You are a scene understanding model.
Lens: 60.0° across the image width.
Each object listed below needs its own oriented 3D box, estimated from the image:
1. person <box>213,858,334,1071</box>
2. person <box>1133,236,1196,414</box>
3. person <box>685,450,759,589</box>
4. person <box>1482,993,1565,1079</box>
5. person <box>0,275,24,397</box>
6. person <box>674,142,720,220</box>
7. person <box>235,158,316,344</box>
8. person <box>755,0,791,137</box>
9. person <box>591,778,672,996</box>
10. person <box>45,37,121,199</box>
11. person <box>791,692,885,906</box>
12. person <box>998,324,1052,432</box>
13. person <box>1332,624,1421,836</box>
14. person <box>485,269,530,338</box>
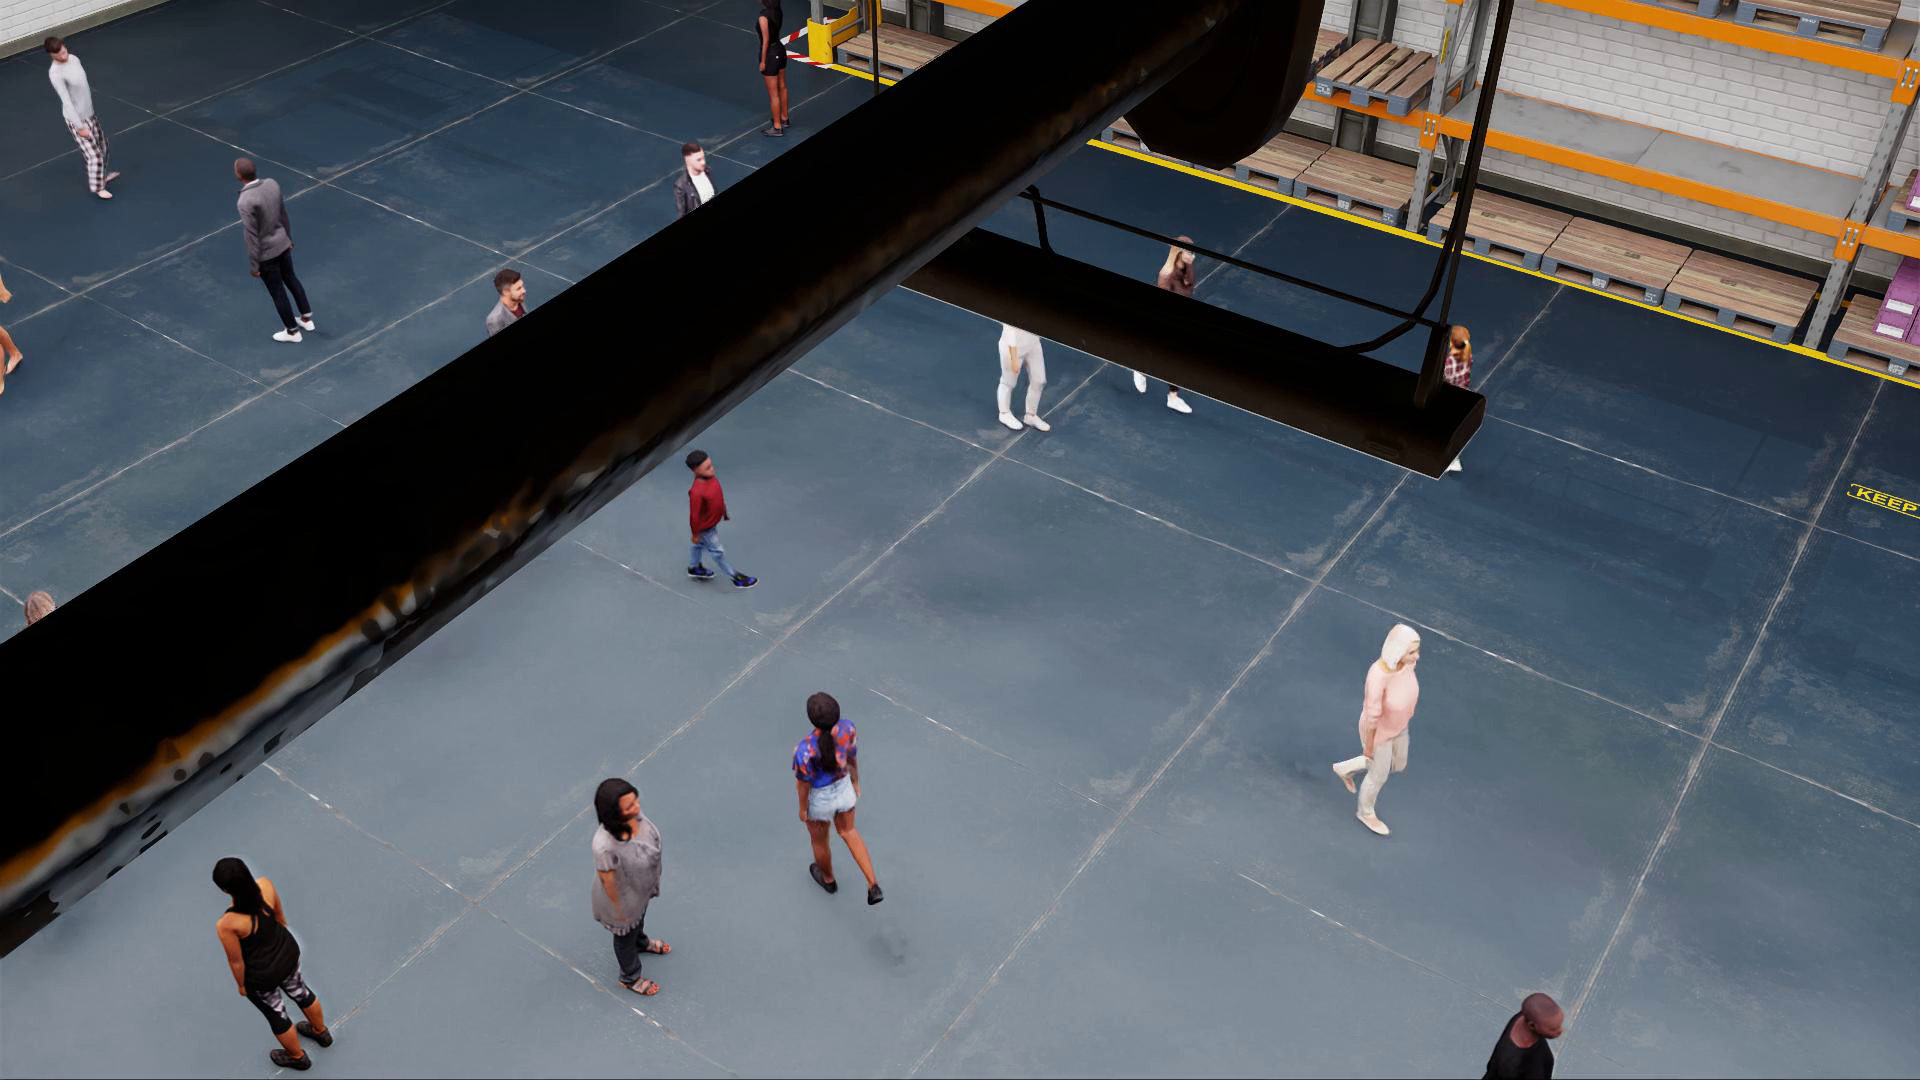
[{"bbox_3d":[-3.819,2.327,9.185,0.604,1.664,0.626,11,40,14],"label":"person"},{"bbox_3d":[1.790,-1.884,14.436,0.712,1.692,0.883,-31,48,-33],"label":"person"},{"bbox_3d":[-1.993,-0.160,12.650,0.907,1.228,0.718,8,39,10],"label":"person"},{"bbox_3d":[2.753,2.864,8.445,0.554,1.749,0.610,19,43,23],"label":"person"},{"bbox_3d":[-8.741,-2.251,14.819,1.069,1.788,1.018,5,39,6],"label":"person"},{"bbox_3d":[-2.512,-2.894,15.605,1.124,1.811,0.669,24,45,27],"label":"person"},{"bbox_3d":[-6.335,-2.672,15.324,0.676,1.815,0.782,13,40,16],"label":"person"},{"bbox_3d":[-2.124,-5.463,18.877,0.628,1.743,0.659,11,40,13],"label":"person"},{"bbox_3d":[-1.948,1.974,9.671,0.802,1.610,0.758,4,39,5],"label":"person"},{"bbox_3d":[-9.335,-4.504,17.626,0.886,1.805,0.899,-6,39,-8],"label":"person"},{"bbox_3d":[-0.739,1.611,10.028,0.764,1.731,0.985,-25,45,-28],"label":"person"},{"bbox_3d":[0.455,-1.685,14.203,0.734,1.672,0.658,29,47,31],"label":"person"},{"bbox_3d":[2.643,1.149,10.621,0.780,1.713,0.661,31,48,33],"label":"person"},{"bbox_3d":[-3.721,-1.402,13.724,1.182,1.828,0.920,11,40,14],"label":"person"}]
